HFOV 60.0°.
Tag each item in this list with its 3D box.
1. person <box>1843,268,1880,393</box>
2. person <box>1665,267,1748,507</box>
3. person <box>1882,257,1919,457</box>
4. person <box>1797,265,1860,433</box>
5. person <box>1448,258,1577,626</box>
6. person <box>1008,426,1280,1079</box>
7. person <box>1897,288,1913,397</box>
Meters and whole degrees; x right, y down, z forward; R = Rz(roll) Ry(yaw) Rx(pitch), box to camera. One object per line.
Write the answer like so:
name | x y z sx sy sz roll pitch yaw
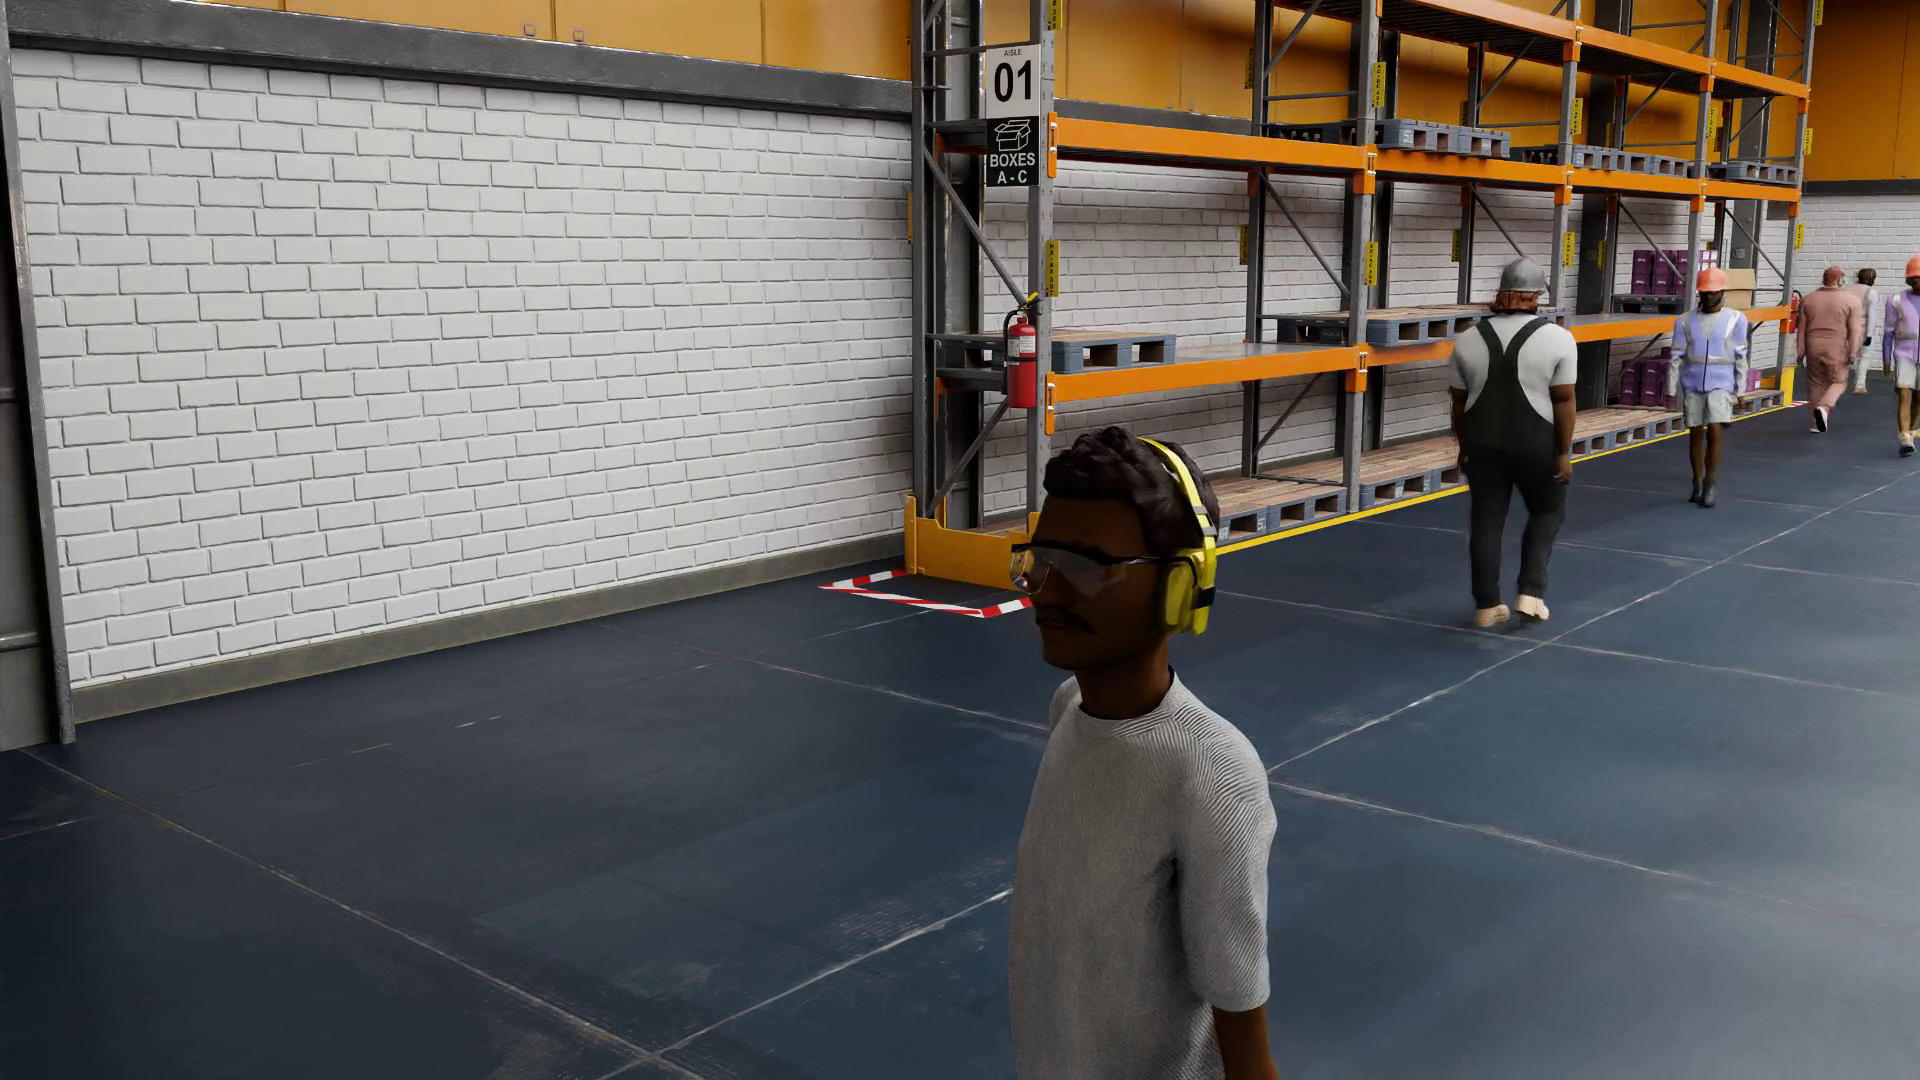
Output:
person | 12.708 -2.958 23.622 0.810 1.813 0.611 -7 12 -34
person | 5.966 -1.215 13.355 0.580 1.910 0.764 6 12 32
person | 9.583 -1.825 16.633 0.637 1.972 1.103 4 11 23
person | 9.623 -2.101 18.489 0.646 1.889 0.652 -10 14 -44
person | 3.051 -0.537 9.141 0.712 2.000 0.579 8 13 37
person | 0.176 0.793 2.033 0.318 1.876 0.531 -4 11 -20
person | 13.397 -2.897 23.224 0.727 1.804 0.617 -6 12 -32
